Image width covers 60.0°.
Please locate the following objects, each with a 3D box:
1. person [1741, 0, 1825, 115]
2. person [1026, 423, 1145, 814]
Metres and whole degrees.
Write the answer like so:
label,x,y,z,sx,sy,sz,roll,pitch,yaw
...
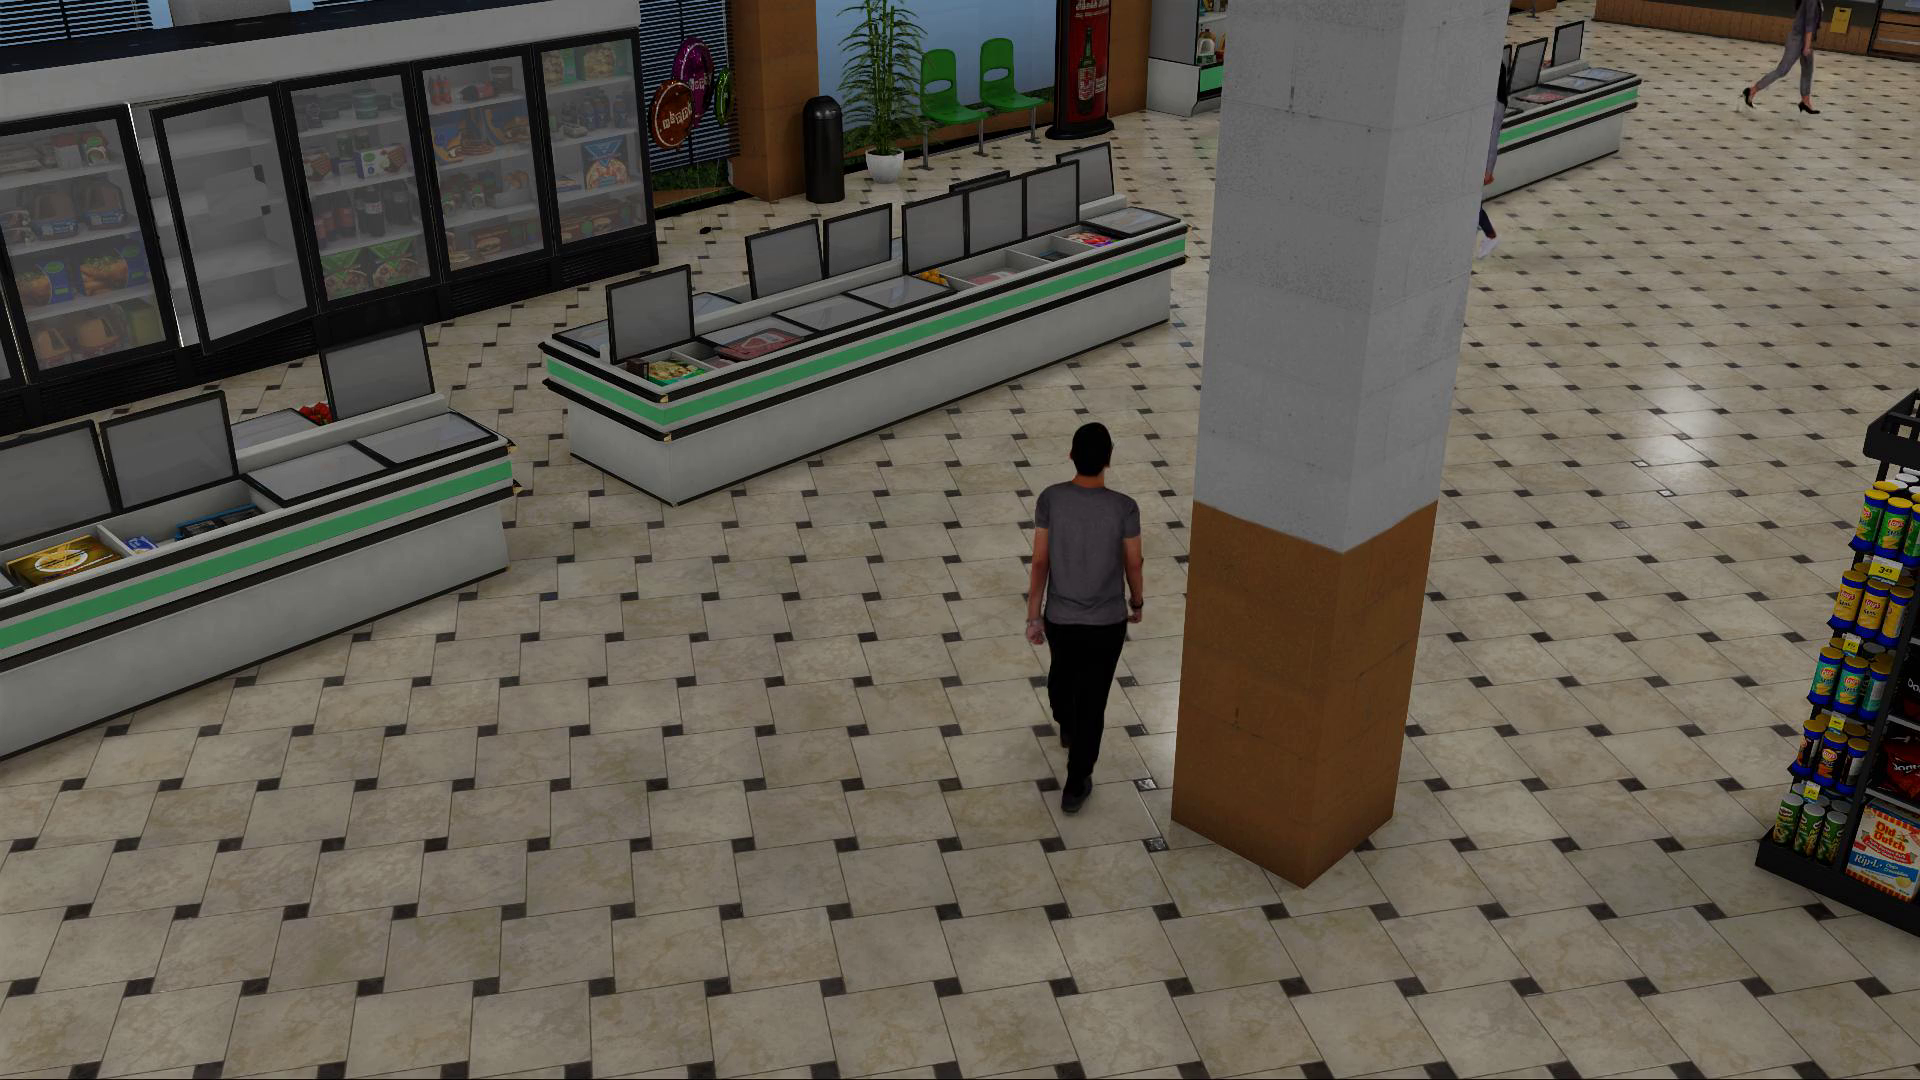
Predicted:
label,x,y,z,sx,sy,sz,roll,pitch,yaw
person,9.588,-5.729,19.215,1.008,1.637,1.155,10,29,19
person,0.507,0.371,7.086,0.851,1.728,1.065,10,29,19
